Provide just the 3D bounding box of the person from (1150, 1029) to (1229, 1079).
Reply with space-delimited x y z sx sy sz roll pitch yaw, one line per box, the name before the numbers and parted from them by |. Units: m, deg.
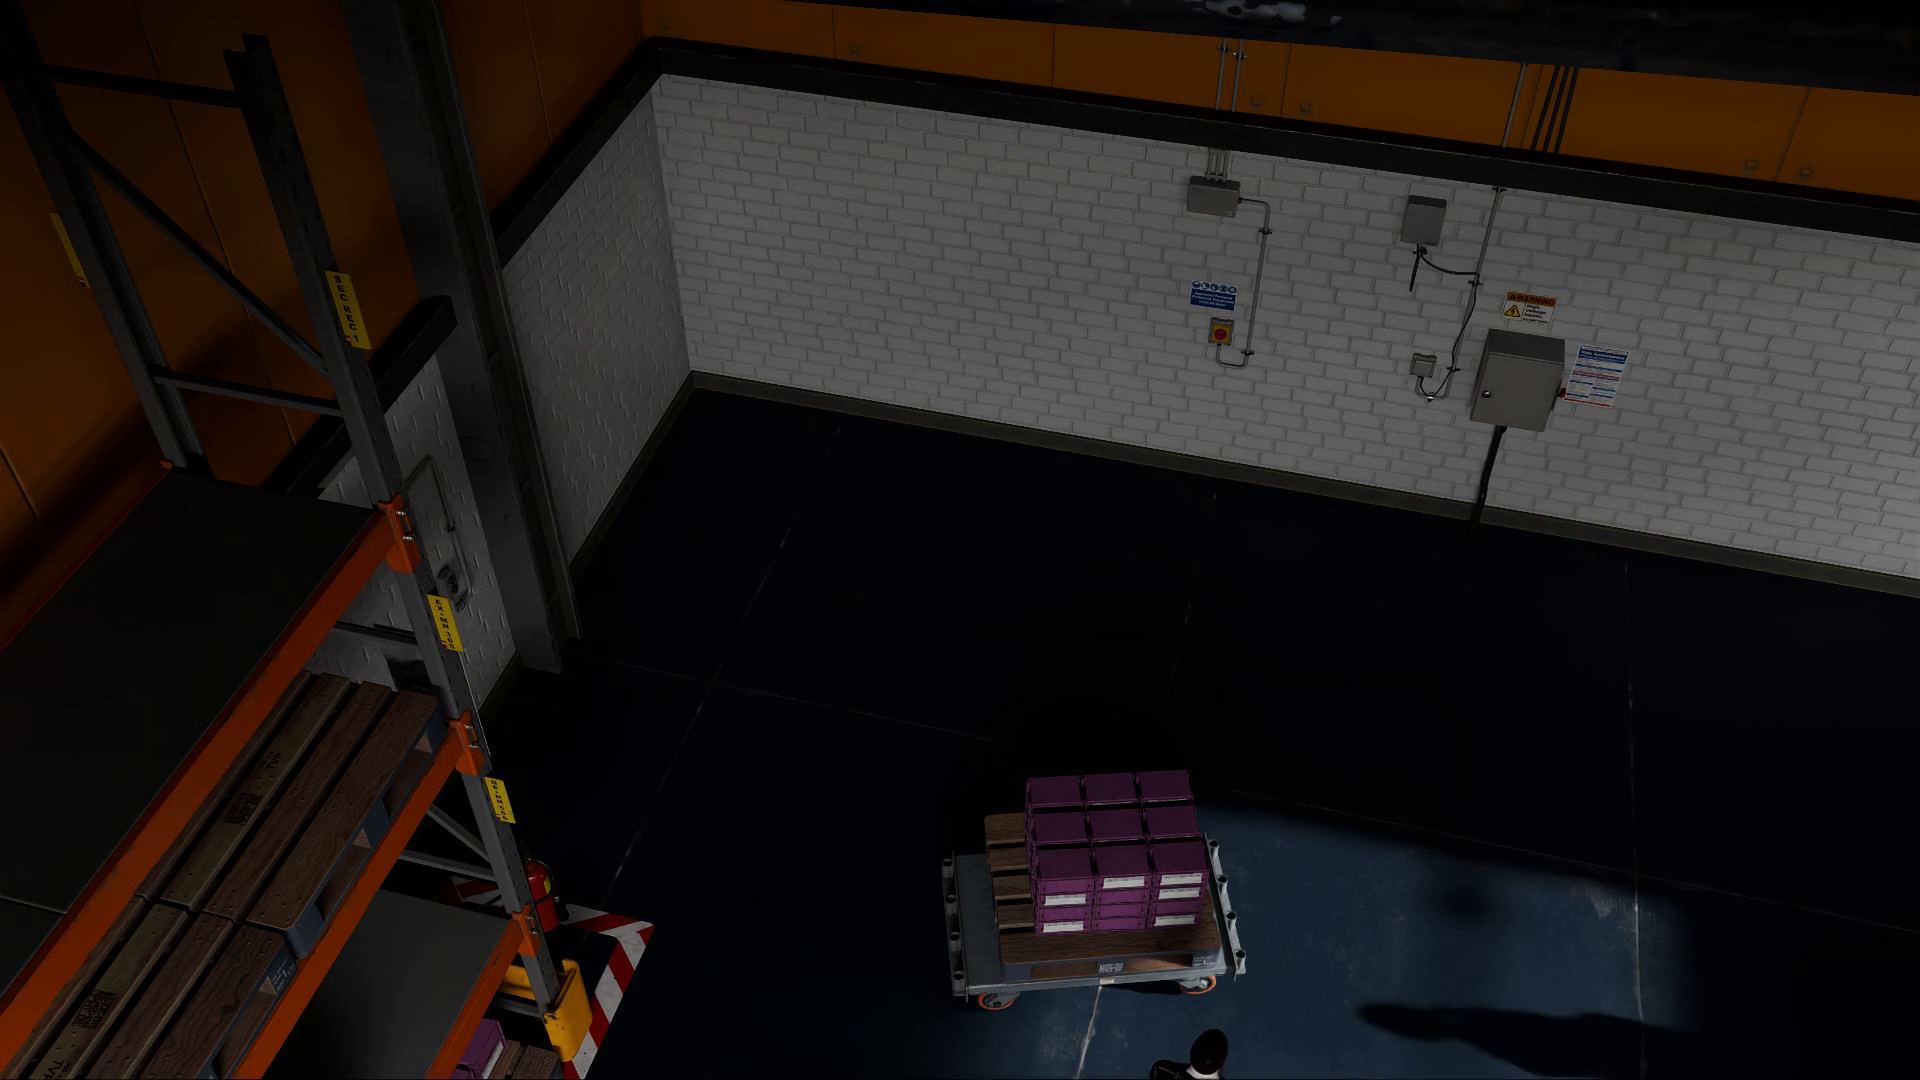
person | 1.093 2.873 7.934 0.683 1.821 0.587 15 46 15
